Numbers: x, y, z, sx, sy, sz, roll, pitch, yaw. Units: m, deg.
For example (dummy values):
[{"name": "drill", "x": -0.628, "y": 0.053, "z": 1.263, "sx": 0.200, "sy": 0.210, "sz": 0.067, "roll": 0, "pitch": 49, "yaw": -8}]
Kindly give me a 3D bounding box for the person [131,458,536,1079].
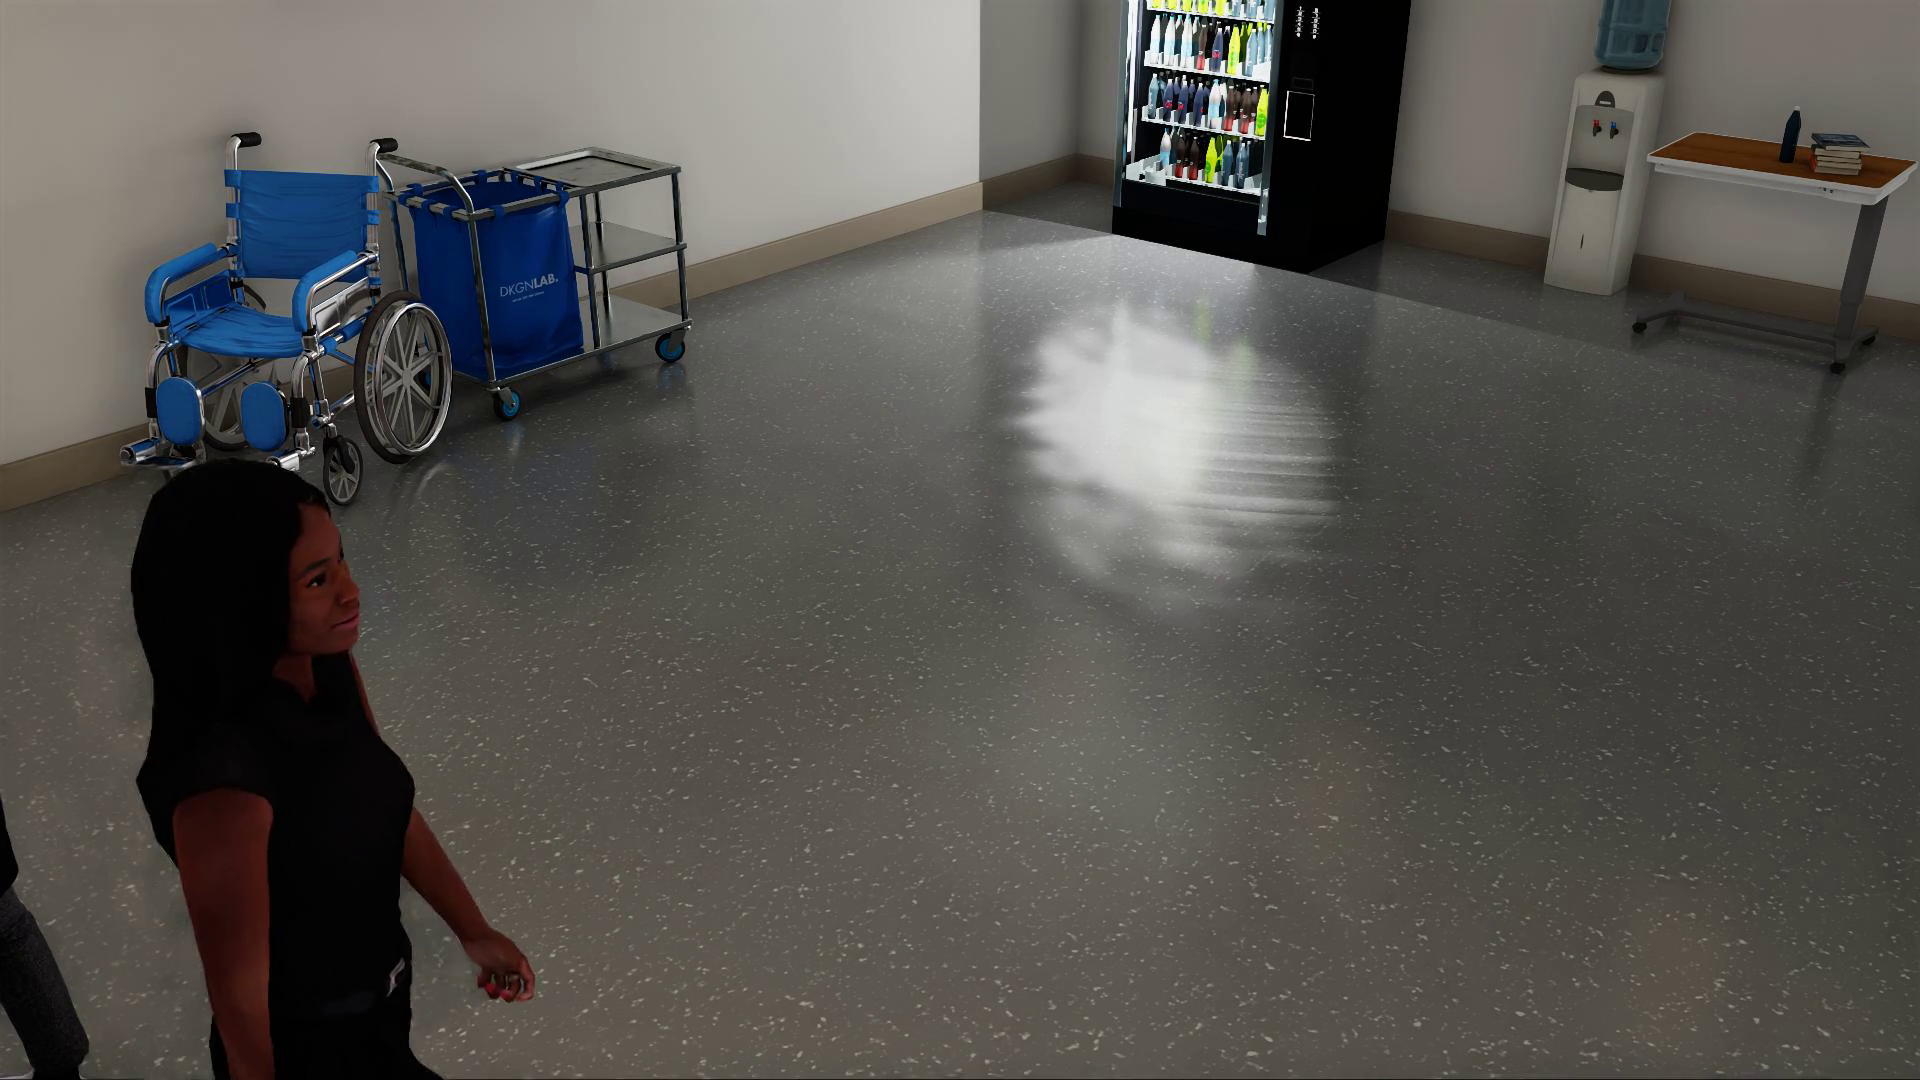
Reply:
[{"name": "person", "x": -0.923, "y": 0.713, "z": 2.206, "sx": 0.974, "sy": 1.714, "sz": 0.958, "roll": -5, "pitch": 26, "yaw": -10}]
